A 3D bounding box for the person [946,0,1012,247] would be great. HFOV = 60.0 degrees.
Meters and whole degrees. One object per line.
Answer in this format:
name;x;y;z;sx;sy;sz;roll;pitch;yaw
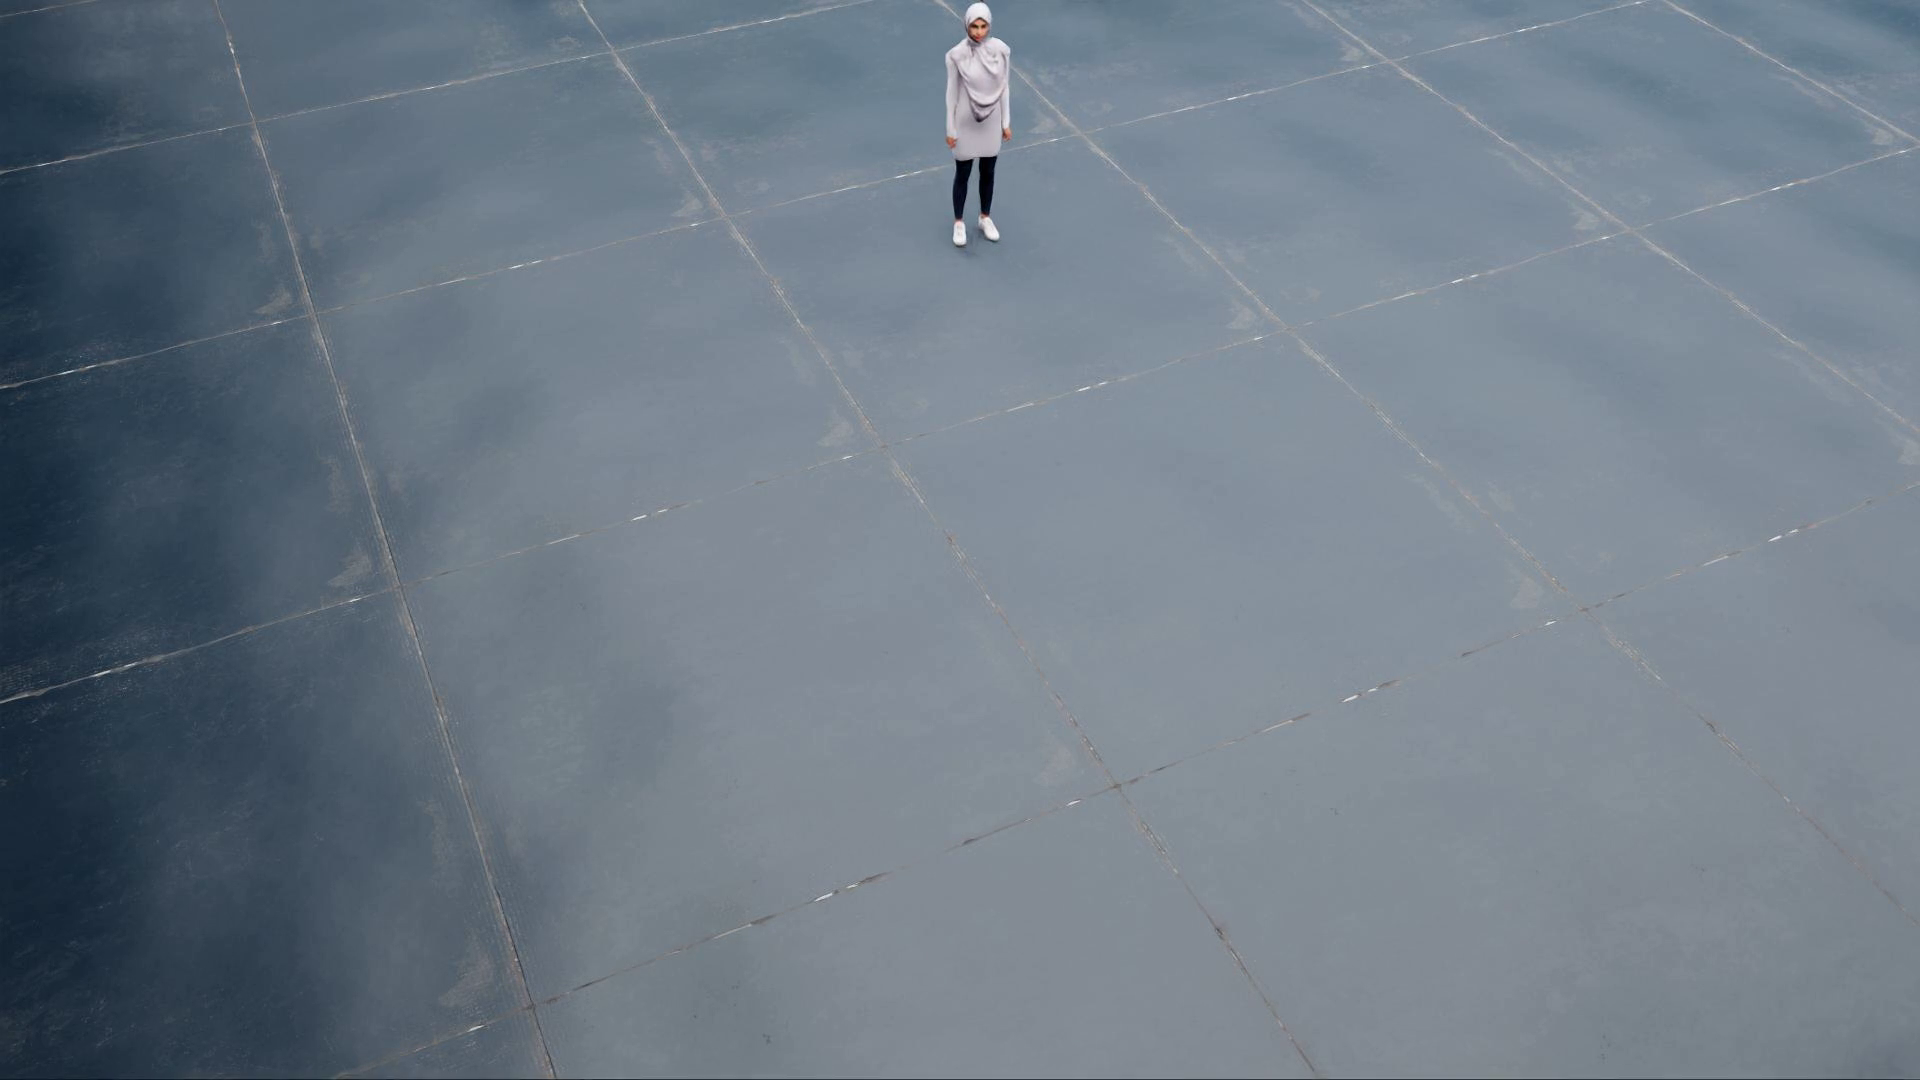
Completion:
person;0.122;-2.906;11.635;0.652;1.775;0.592;-10;43;-11
